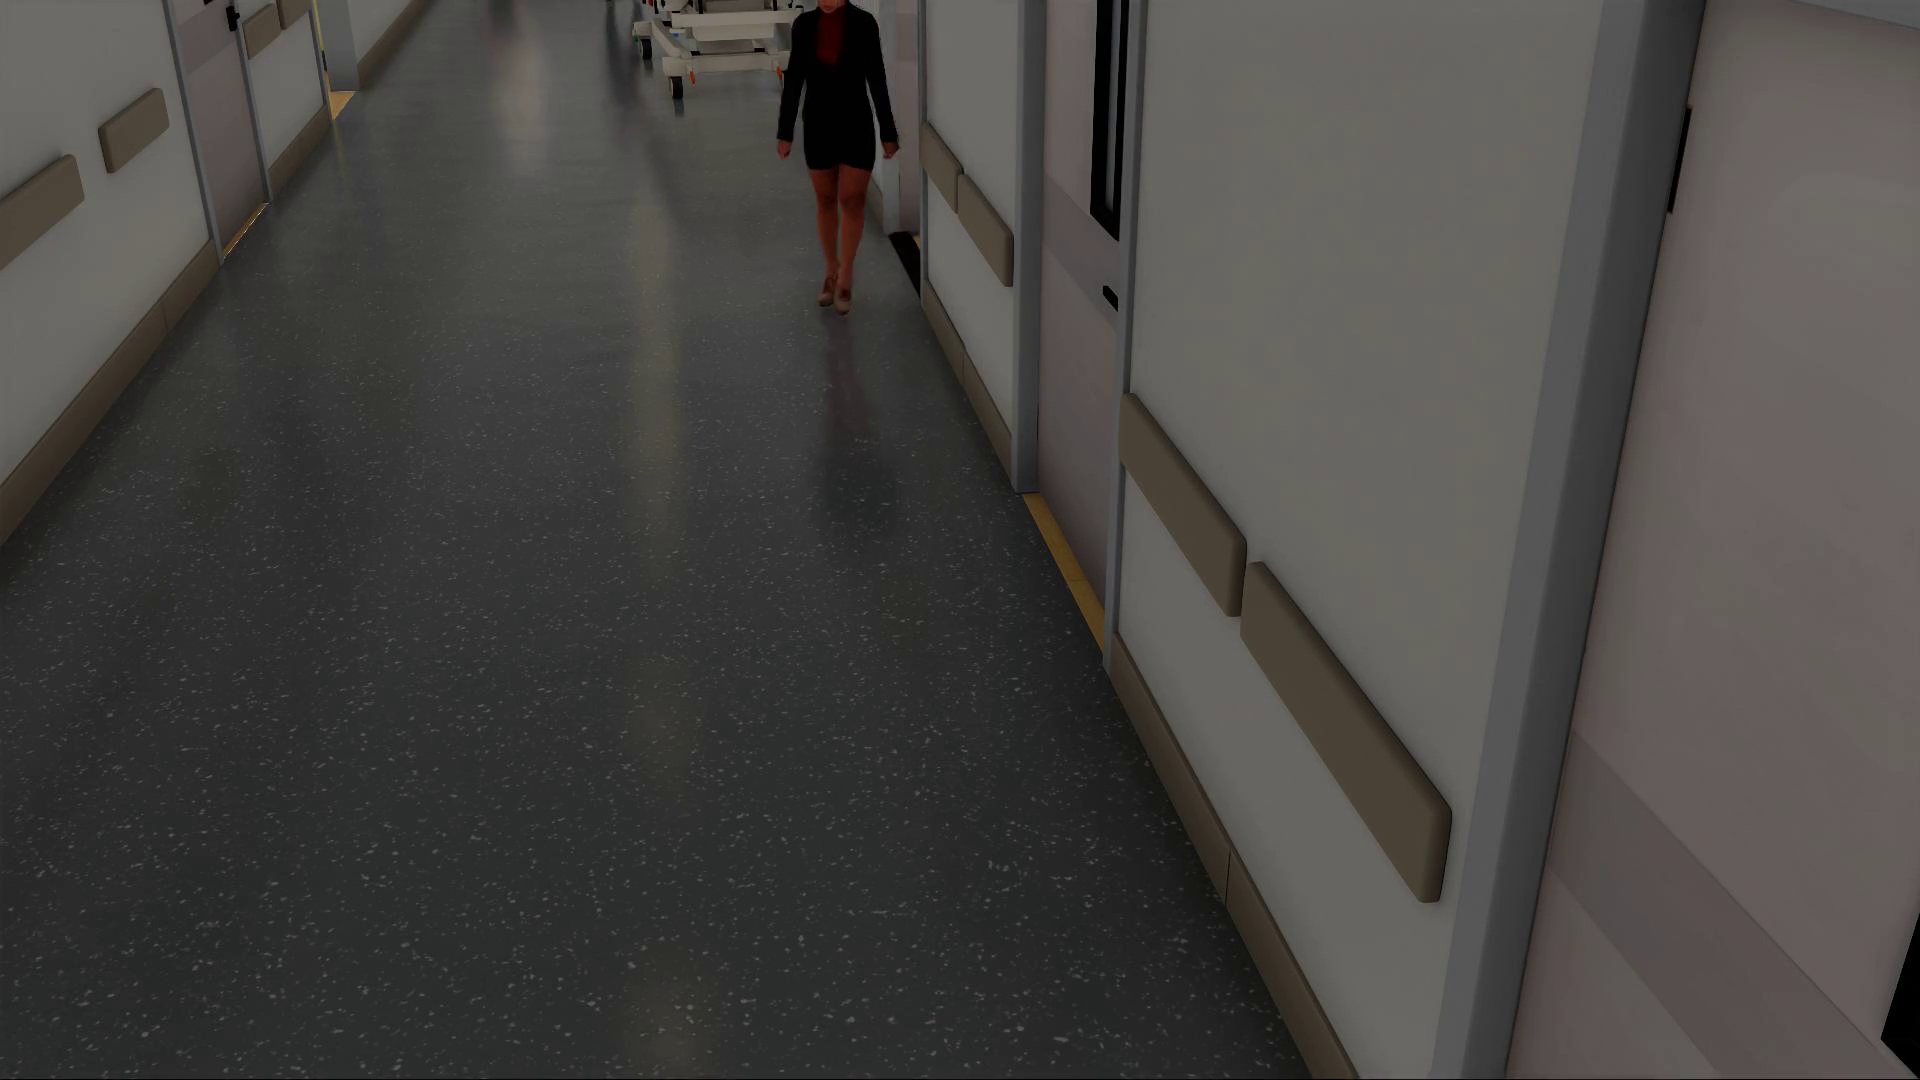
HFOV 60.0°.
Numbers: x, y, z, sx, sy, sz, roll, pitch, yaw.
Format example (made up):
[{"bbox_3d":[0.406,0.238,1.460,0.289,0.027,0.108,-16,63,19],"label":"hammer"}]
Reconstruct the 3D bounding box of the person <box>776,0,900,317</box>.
[{"bbox_3d":[-0.527,-1.821,7.570,0.742,1.616,0.863,7,27,15],"label":"person"}]
